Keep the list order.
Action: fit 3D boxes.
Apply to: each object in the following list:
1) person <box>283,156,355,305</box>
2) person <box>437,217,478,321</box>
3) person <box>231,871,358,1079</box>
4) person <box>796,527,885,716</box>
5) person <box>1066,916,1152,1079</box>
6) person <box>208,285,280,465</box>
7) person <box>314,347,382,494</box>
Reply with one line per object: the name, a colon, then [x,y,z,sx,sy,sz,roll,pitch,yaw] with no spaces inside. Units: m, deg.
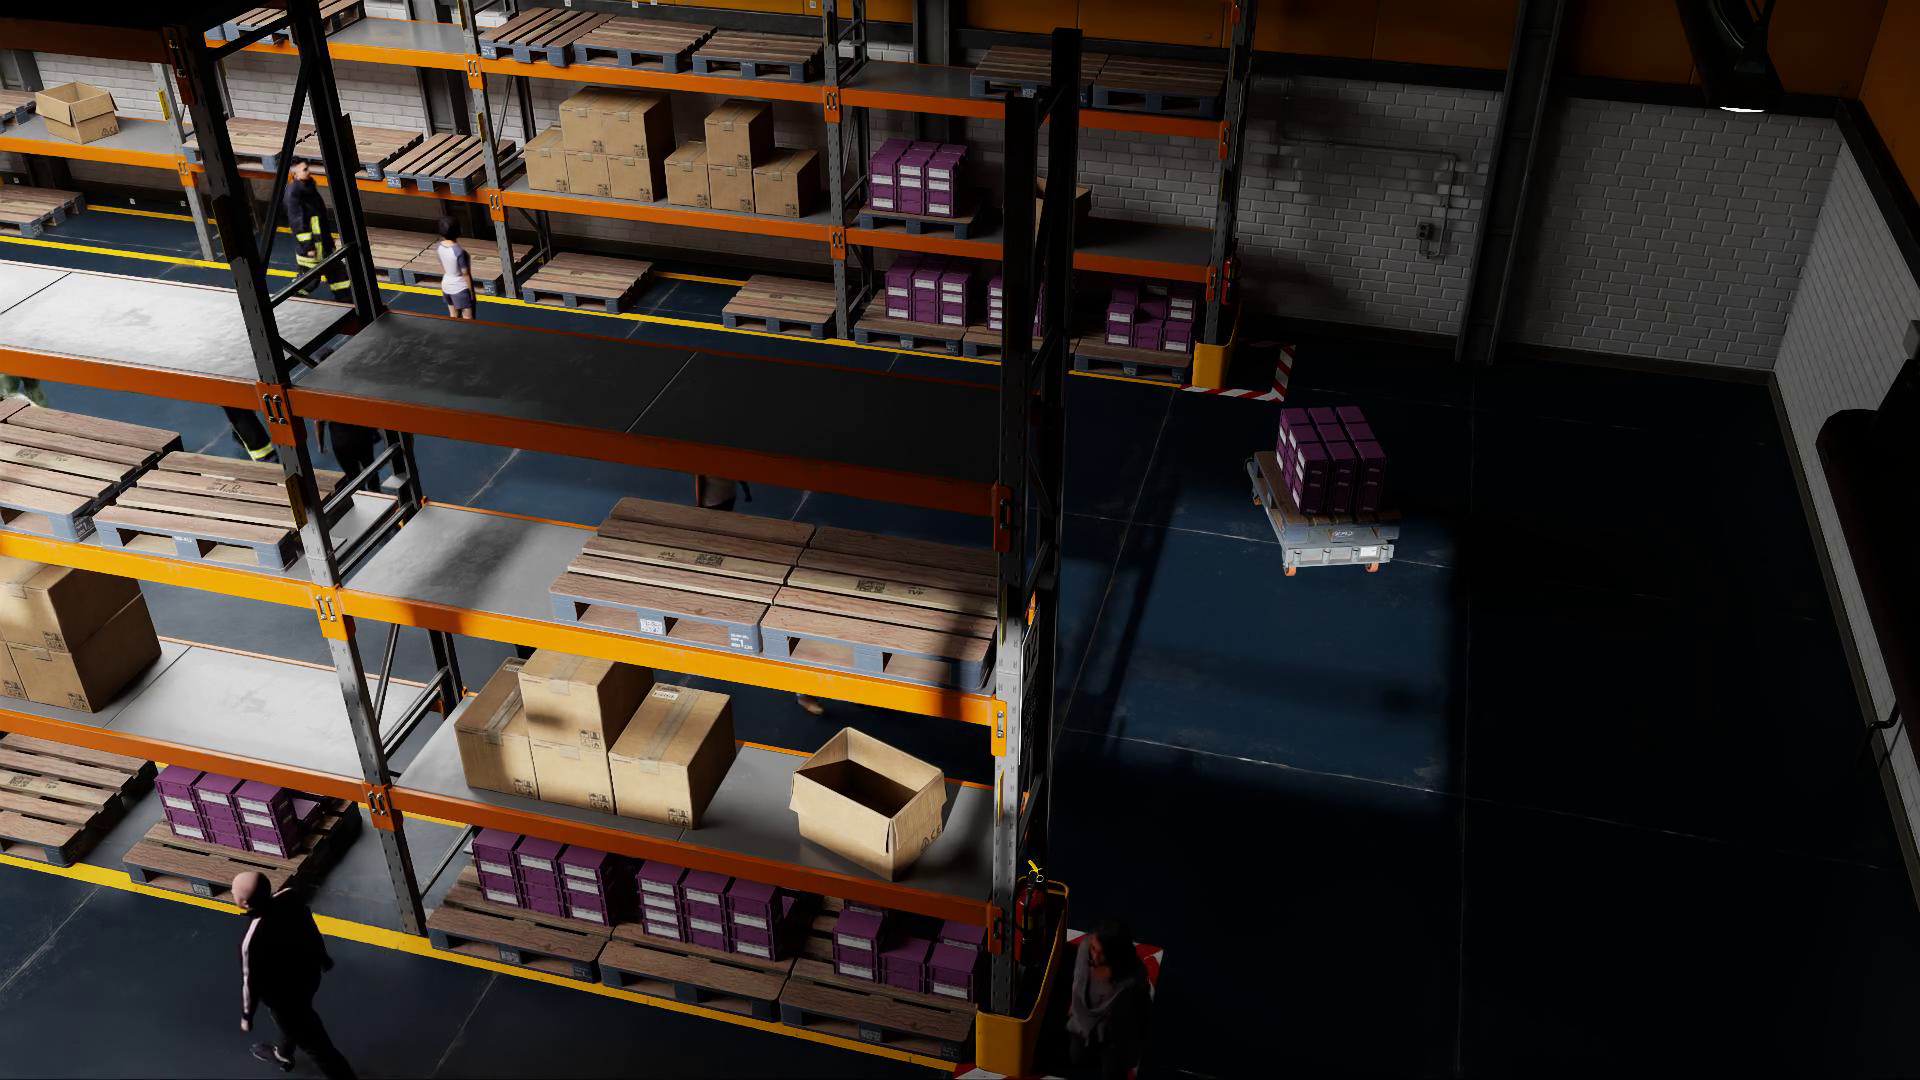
person: [-7.180,-3.317,18.256,1.052,1.833,0.726,8,34,12]
person: [-5.282,-2.669,17.521,0.561,1.565,0.692,20,39,28]
person: [-3.675,2.578,9.419,1.075,1.798,0.770,6,34,9]
person: [-0.885,0.664,12.438,0.903,1.643,0.659,12,35,17]
person: [0.867,2.672,9.459,0.852,1.596,0.873,20,39,28]
person: [-6.774,-1.530,15.481,1.389,1.928,1.190,24,41,32]
person: [-5.340,-0.872,14.648,0.778,1.754,0.808,-23,40,-31]
